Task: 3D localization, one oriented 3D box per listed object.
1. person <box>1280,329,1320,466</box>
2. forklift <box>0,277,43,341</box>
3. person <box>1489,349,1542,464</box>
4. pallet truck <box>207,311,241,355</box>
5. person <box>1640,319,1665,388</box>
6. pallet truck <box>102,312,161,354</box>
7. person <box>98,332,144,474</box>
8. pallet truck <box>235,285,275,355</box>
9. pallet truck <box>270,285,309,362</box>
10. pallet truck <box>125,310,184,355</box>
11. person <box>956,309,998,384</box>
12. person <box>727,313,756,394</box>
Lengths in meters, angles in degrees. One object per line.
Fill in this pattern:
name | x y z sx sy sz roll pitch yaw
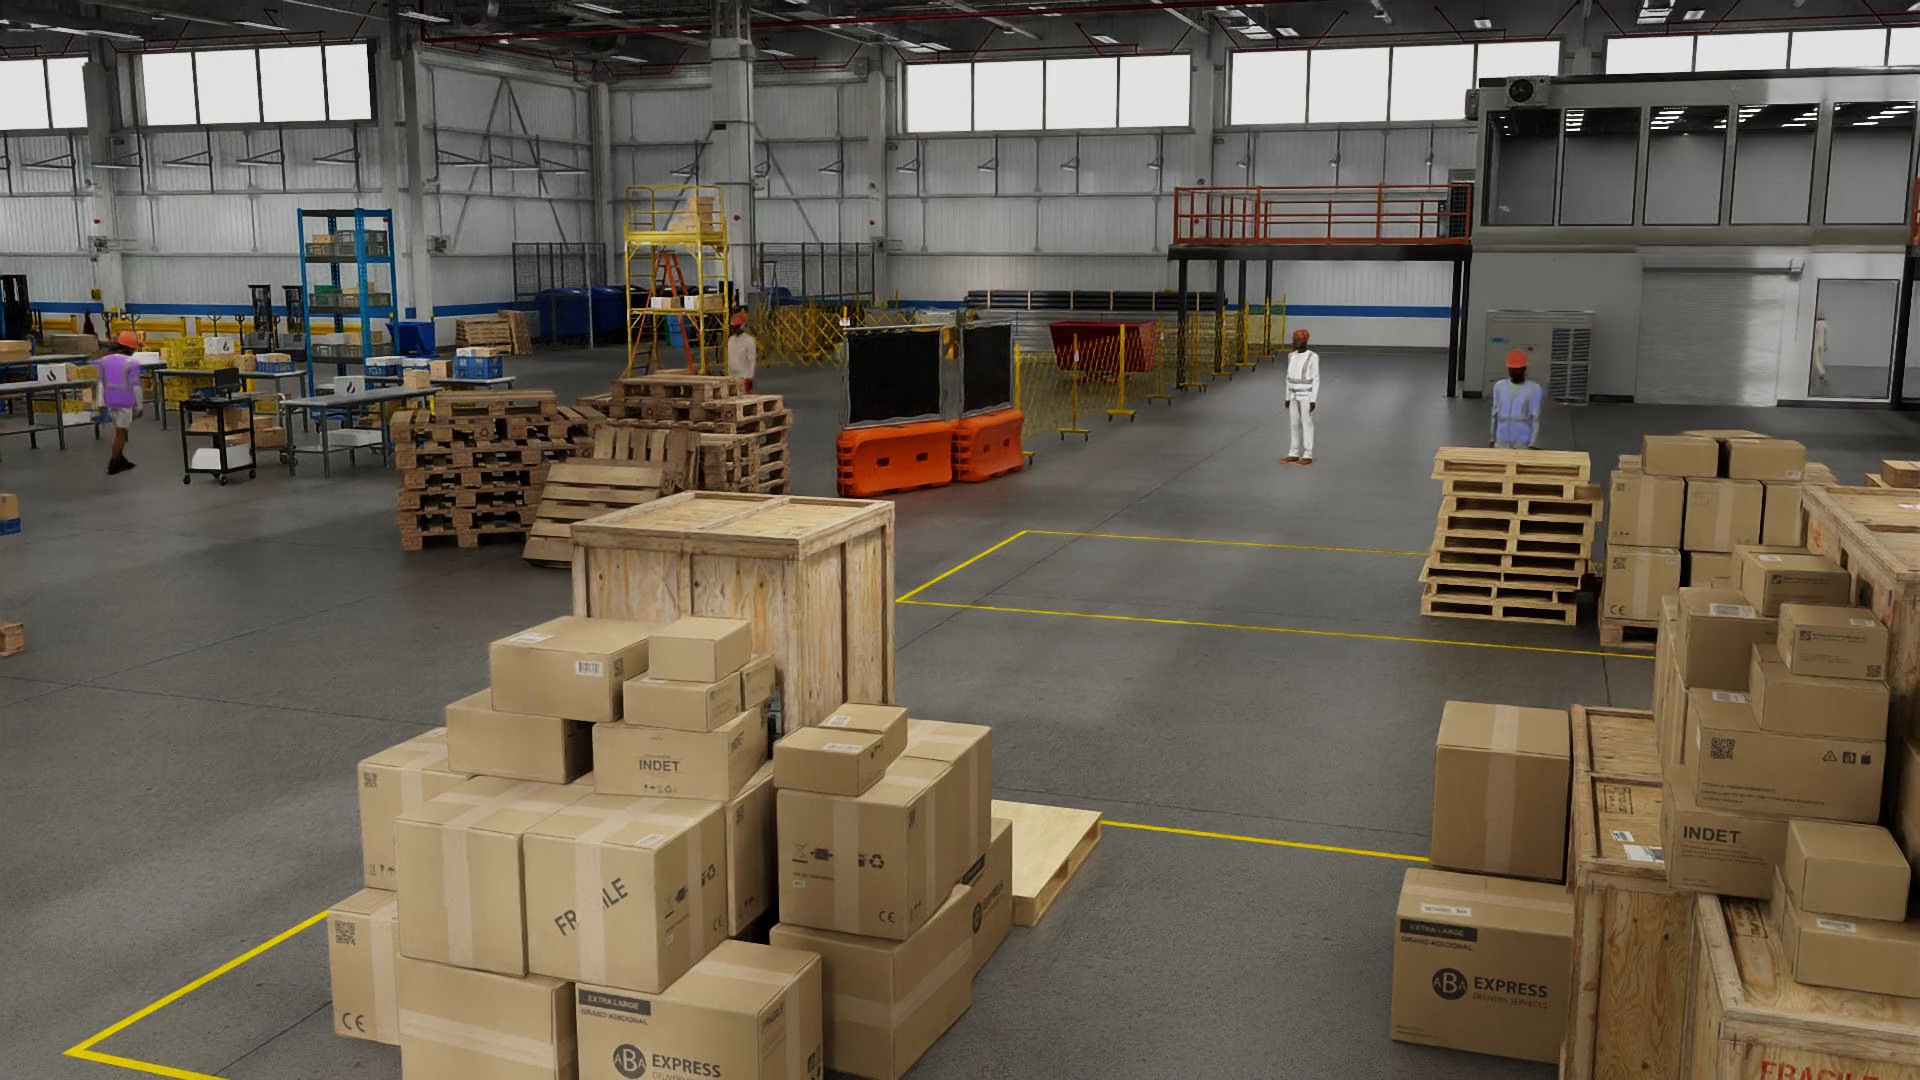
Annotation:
person | 4.694 -1.954 22.893 0.354 1.881 0.576 -6 12 -30
forklift | -27.151 -6.329 46.328 1.157 1.987 2.680 3 11 17
person | 5.939 -1.092 17.937 0.565 1.909 0.741 8 13 39
pallet truck | -19.537 -5.575 44.913 0.653 1.274 1.630 3 11 19
person | 13.908 -3.757 33.005 0.764 1.877 0.682 4 11 23
pallet truck | -23.057 -5.777 46.261 0.680 1.201 1.601 3 11 19
person | -11.131 -1.829 22.197 0.597 1.878 0.766 1 10 8
pallet truck | -18.327 -5.835 44.421 0.823 1.965 1.885 4 11 23
pallet truck | -17.147 -5.700 43.663 0.823 1.965 1.885 3 11 17
pallet truck | -22.038 -5.665 45.457 0.704 1.261 1.522 3 11 17
person | 0.410 -4.253 36.517 1.061 1.643 0.498 8 13 39
person | -3.428 -2.567 26.057 0.641 1.980 0.469 8 13 39
